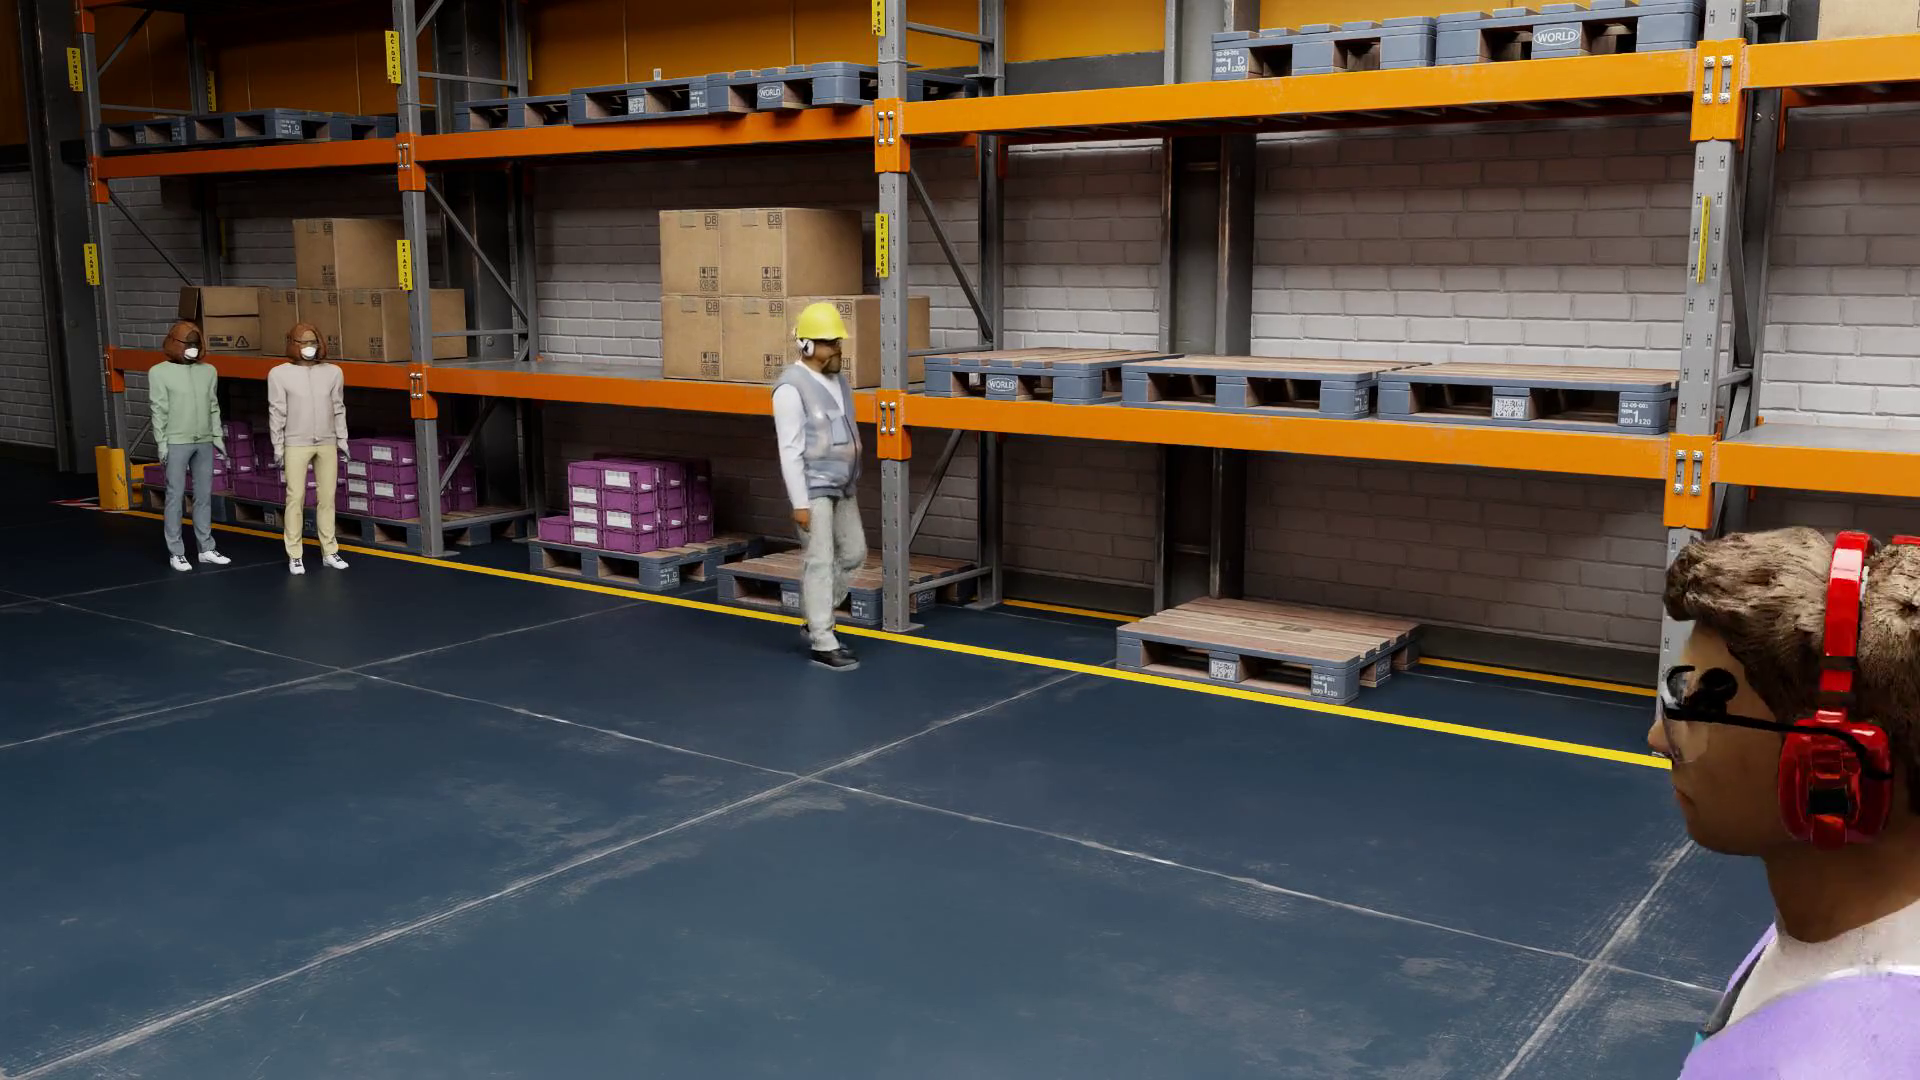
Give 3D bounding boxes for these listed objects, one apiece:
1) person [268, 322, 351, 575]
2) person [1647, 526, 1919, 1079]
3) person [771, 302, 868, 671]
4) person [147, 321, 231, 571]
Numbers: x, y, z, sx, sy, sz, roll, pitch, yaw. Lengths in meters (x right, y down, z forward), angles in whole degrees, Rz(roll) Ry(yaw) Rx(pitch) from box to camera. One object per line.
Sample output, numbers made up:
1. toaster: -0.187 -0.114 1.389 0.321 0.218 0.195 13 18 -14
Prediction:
1. person: -4.221 -0.599 10.819 0.507 1.631 0.268 -9 13 -43
2. person: 0.753 0.892 1.361 0.668 1.827 0.583 7 12 37
3. person: -0.674 -0.266 8.268 0.447 1.822 0.635 5 11 25
4. person: -5.077 -0.623 10.964 0.289 1.633 0.497 5 11 29
